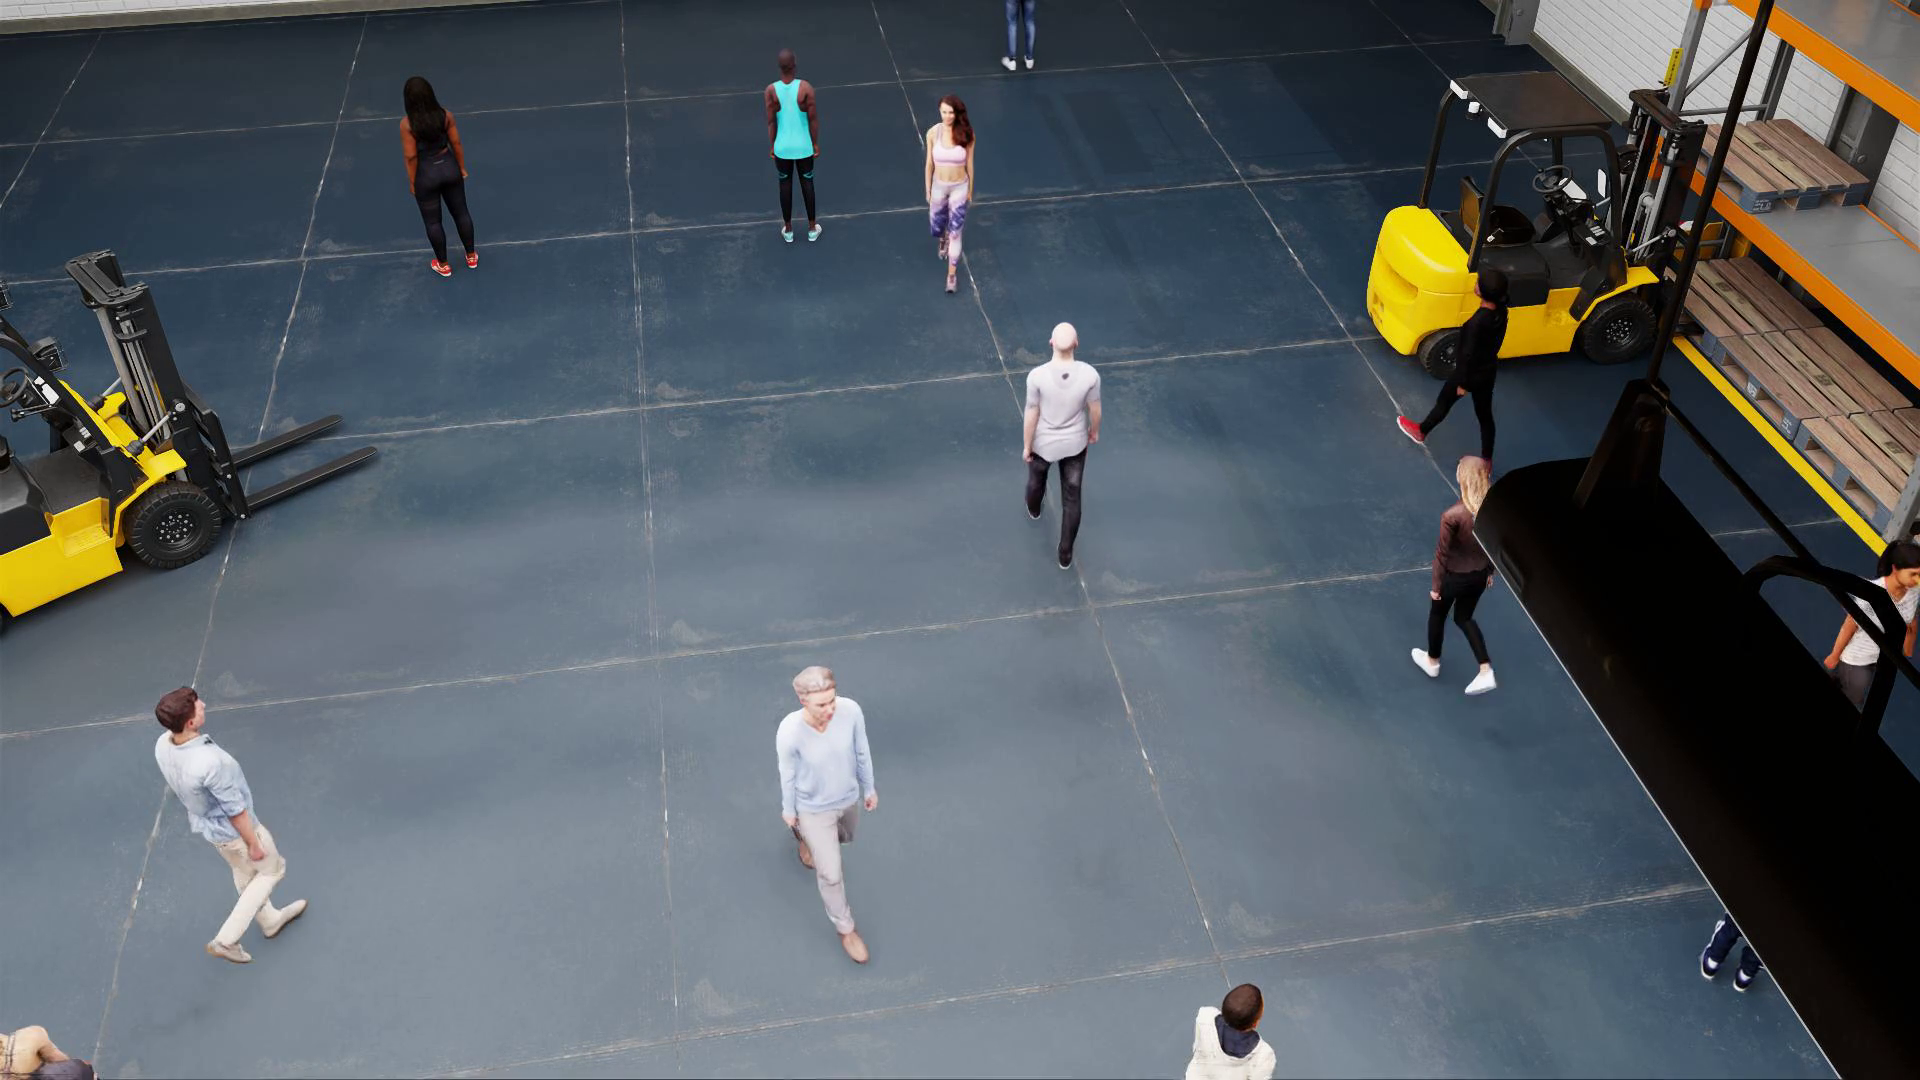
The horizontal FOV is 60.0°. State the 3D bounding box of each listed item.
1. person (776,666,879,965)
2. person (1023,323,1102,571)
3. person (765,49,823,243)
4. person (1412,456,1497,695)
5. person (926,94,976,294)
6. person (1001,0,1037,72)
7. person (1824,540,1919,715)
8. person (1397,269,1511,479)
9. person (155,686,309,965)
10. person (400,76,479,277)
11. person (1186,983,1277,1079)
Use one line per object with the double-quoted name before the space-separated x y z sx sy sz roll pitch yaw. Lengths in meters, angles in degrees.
"person" -0.745 1.337 8.861 0.976 1.863 1.295 -22 43 -25
"person" 0.679 -0.599 11.337 0.800 1.800 1.124 -1 39 -1
"person" -1.505 -3.548 15.020 0.636 1.811 0.547 -1 39 -2
"person" 3.153 0.305 10.311 0.757 1.667 0.983 -16 41 -19
"person" -0.073 -3.050 14.443 0.722 1.753 0.951 3 39 4
"person" 0.662 -6.051 18.111 0.718 1.865 0.595 -9 40 -11
"person" 5.346 0.627 9.955 0.694 1.607 1.045 -13 40 -16
"person" 3.848 -1.185 12.202 0.939 1.636 1.162 -26 45 -28
"person" -3.880 1.530 8.640 0.931 1.838 0.998 22 44 25
"person" -4.587 -3.193 14.572 0.766 1.816 0.755 -23 44 -26
"person" 1.164 2.577 7.659 0.966 1.427 1.025 24 45 27
